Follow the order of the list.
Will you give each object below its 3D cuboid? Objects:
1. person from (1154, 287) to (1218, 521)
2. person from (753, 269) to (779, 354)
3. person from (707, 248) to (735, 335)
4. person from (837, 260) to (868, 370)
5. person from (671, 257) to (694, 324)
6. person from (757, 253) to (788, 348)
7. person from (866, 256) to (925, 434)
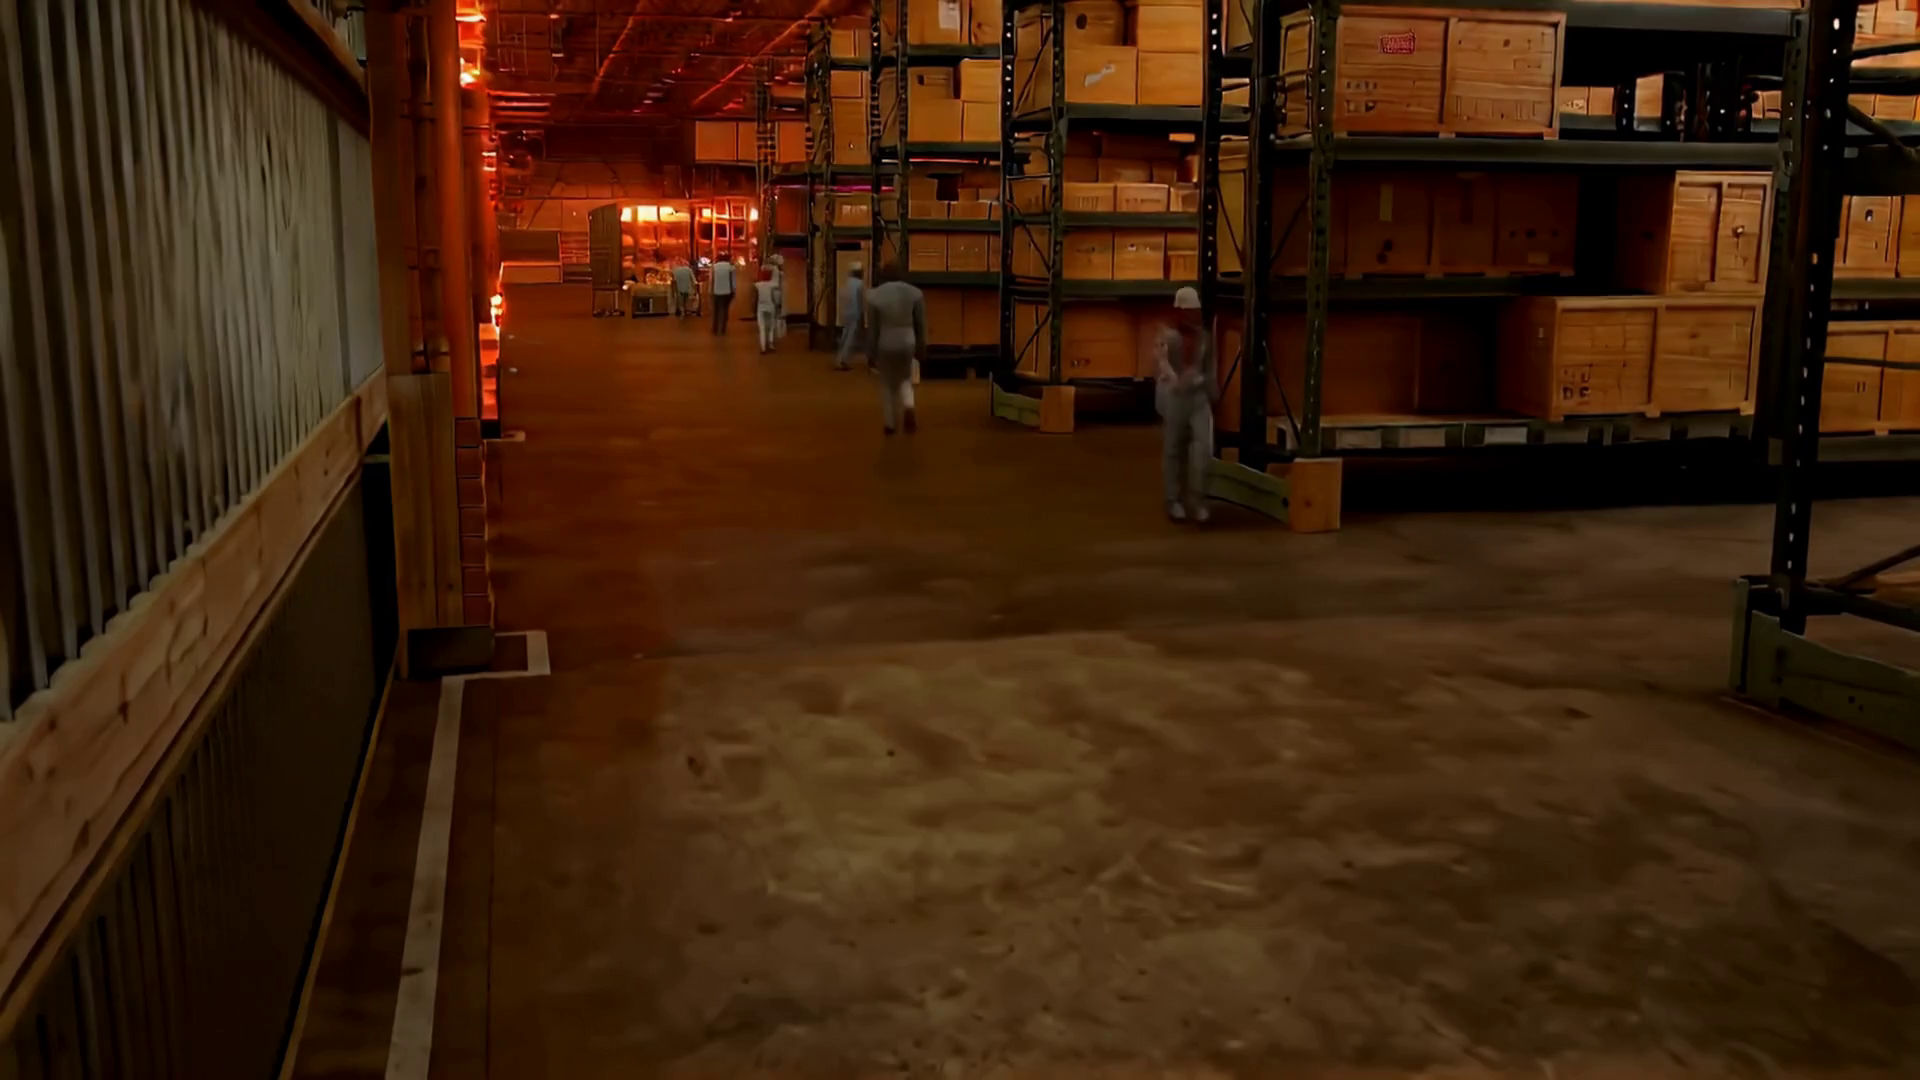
[{"bbox_3d":[1.685,-0.989,12.231,0.519,1.720,0.633,-2,10,-14],"label":"person"},{"bbox_3d":[-3.672,-4.350,31.625,0.527,1.593,0.849,1,10,5],"label":"person"},{"bbox_3d":[-5.472,-5.693,38.154,0.647,1.978,0.486,-3,11,-18],"label":"person"},{"bbox_3d":[-1.688,-3.691,27.350,0.606,1.781,0.915,9,13,40],"label":"person"},{"bbox_3d":[-7.240,-6.506,43.405,0.570,1.751,0.329,-2,10,-11],"label":"person"},{"bbox_3d":[-3.732,-4.734,32.965,0.650,1.896,0.666,1,10,3],"label":"person"},{"bbox_3d":[-0.682,-2.064,17.791,0.630,1.922,0.598,-3,10,-14],"label":"person"}]
